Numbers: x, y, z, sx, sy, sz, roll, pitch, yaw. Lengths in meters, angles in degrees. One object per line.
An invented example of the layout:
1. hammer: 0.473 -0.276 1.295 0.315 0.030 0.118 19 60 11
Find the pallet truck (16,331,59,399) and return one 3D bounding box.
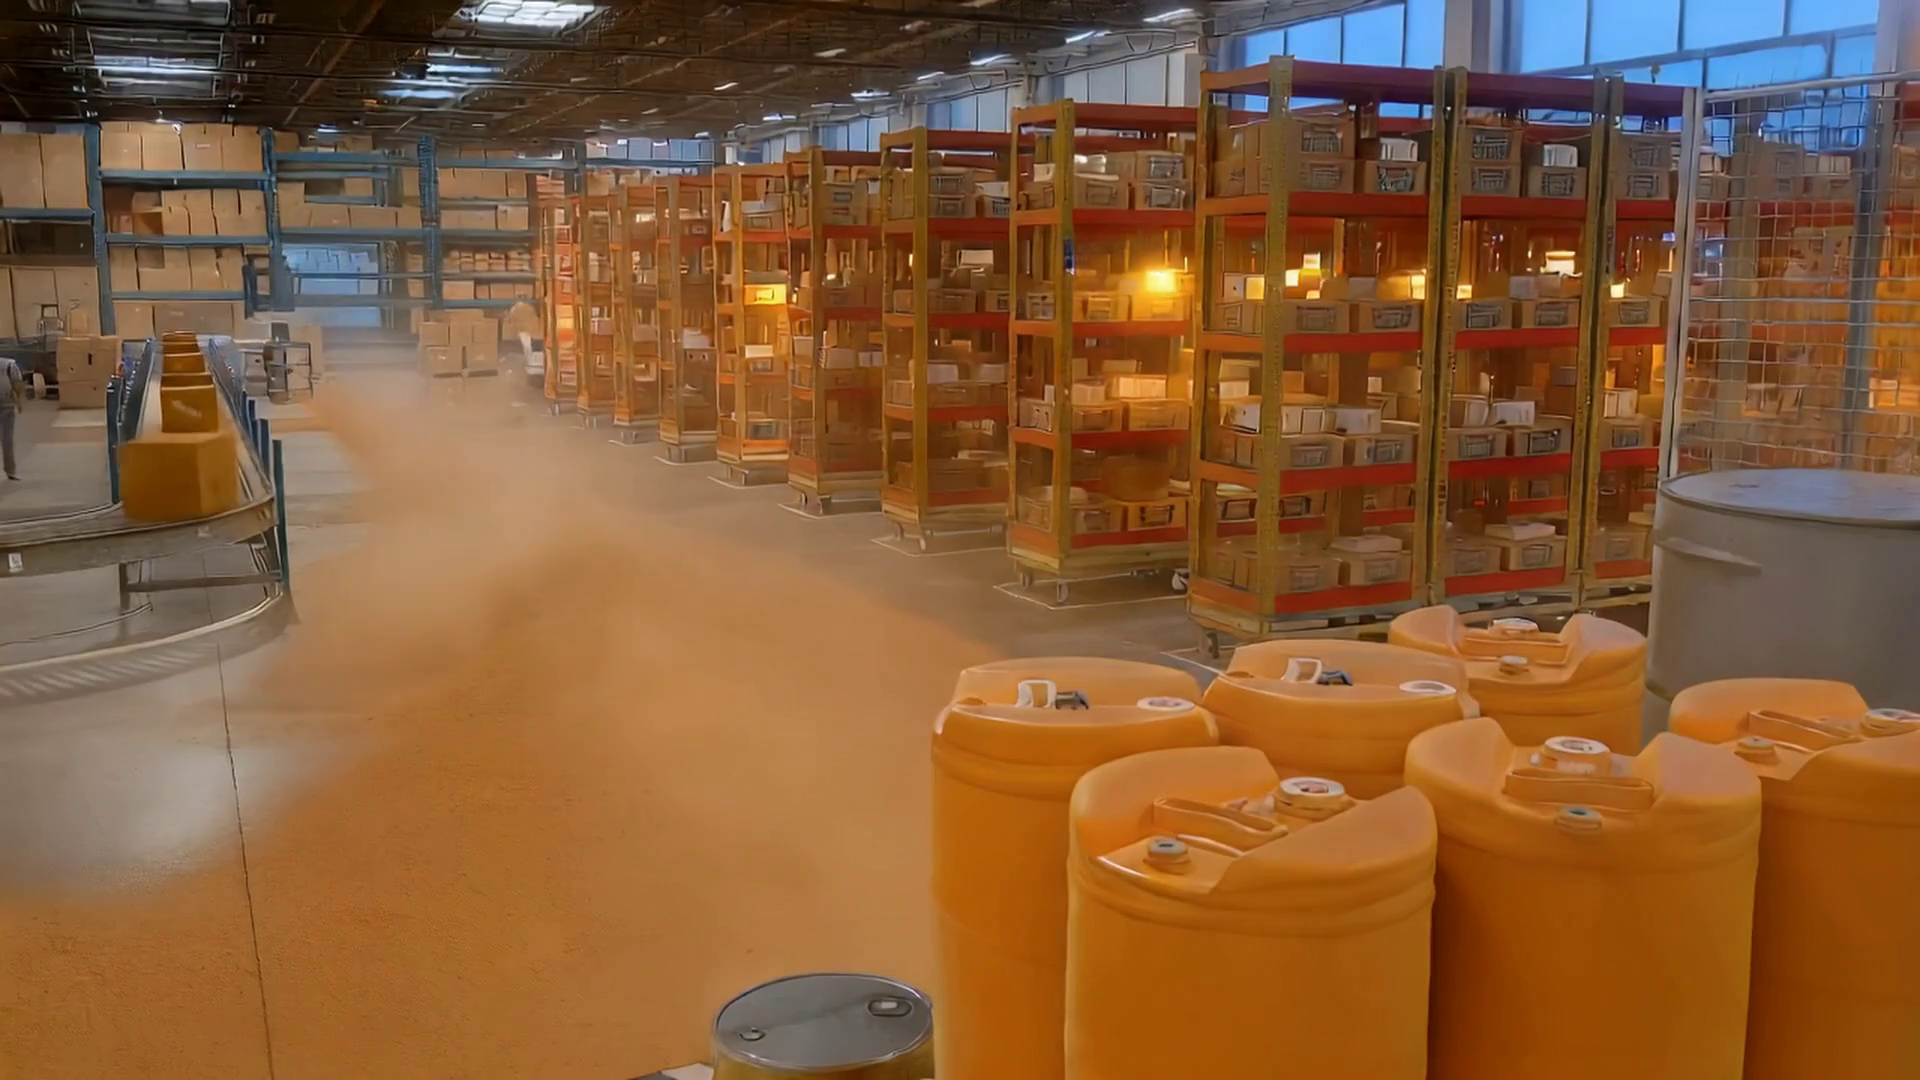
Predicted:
1. pallet truck: -17.082 -3.353 31.781 1.630 1.274 0.653 -4 10 -25

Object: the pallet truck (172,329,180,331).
1. pallet truck: -17.275 -3.851 35.096 1.601 1.201 0.680 0 9 1

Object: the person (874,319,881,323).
1. person: -1.472 -3.682 32.221 0.608 1.812 0.520 -6 11 -32

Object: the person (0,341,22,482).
1. person: -11.003 -1.522 18.975 0.524 1.769 0.325 -8 12 -40

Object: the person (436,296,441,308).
1. person: -15.596 -6.513 49.781 0.647 1.819 0.596 -5 11 -30

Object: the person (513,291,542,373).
1. person: -10.302 -4.930 39.513 0.895 1.961 0.616 6 11 32

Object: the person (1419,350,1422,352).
1. person: 5.685 -1.829 20.696 0.584 1.824 0.457 -3 10 -17

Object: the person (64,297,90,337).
1. person: -20.255 -4.645 38.160 0.403 1.827 0.600 5 11 29

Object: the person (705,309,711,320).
1. person: -4.801 -3.584 31.317 0.846 1.915 0.602 -9 13 -43

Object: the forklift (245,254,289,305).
1. forklift: -16.449 -5.408 39.640 1.129 2.768 1.873 -4 10 -25
